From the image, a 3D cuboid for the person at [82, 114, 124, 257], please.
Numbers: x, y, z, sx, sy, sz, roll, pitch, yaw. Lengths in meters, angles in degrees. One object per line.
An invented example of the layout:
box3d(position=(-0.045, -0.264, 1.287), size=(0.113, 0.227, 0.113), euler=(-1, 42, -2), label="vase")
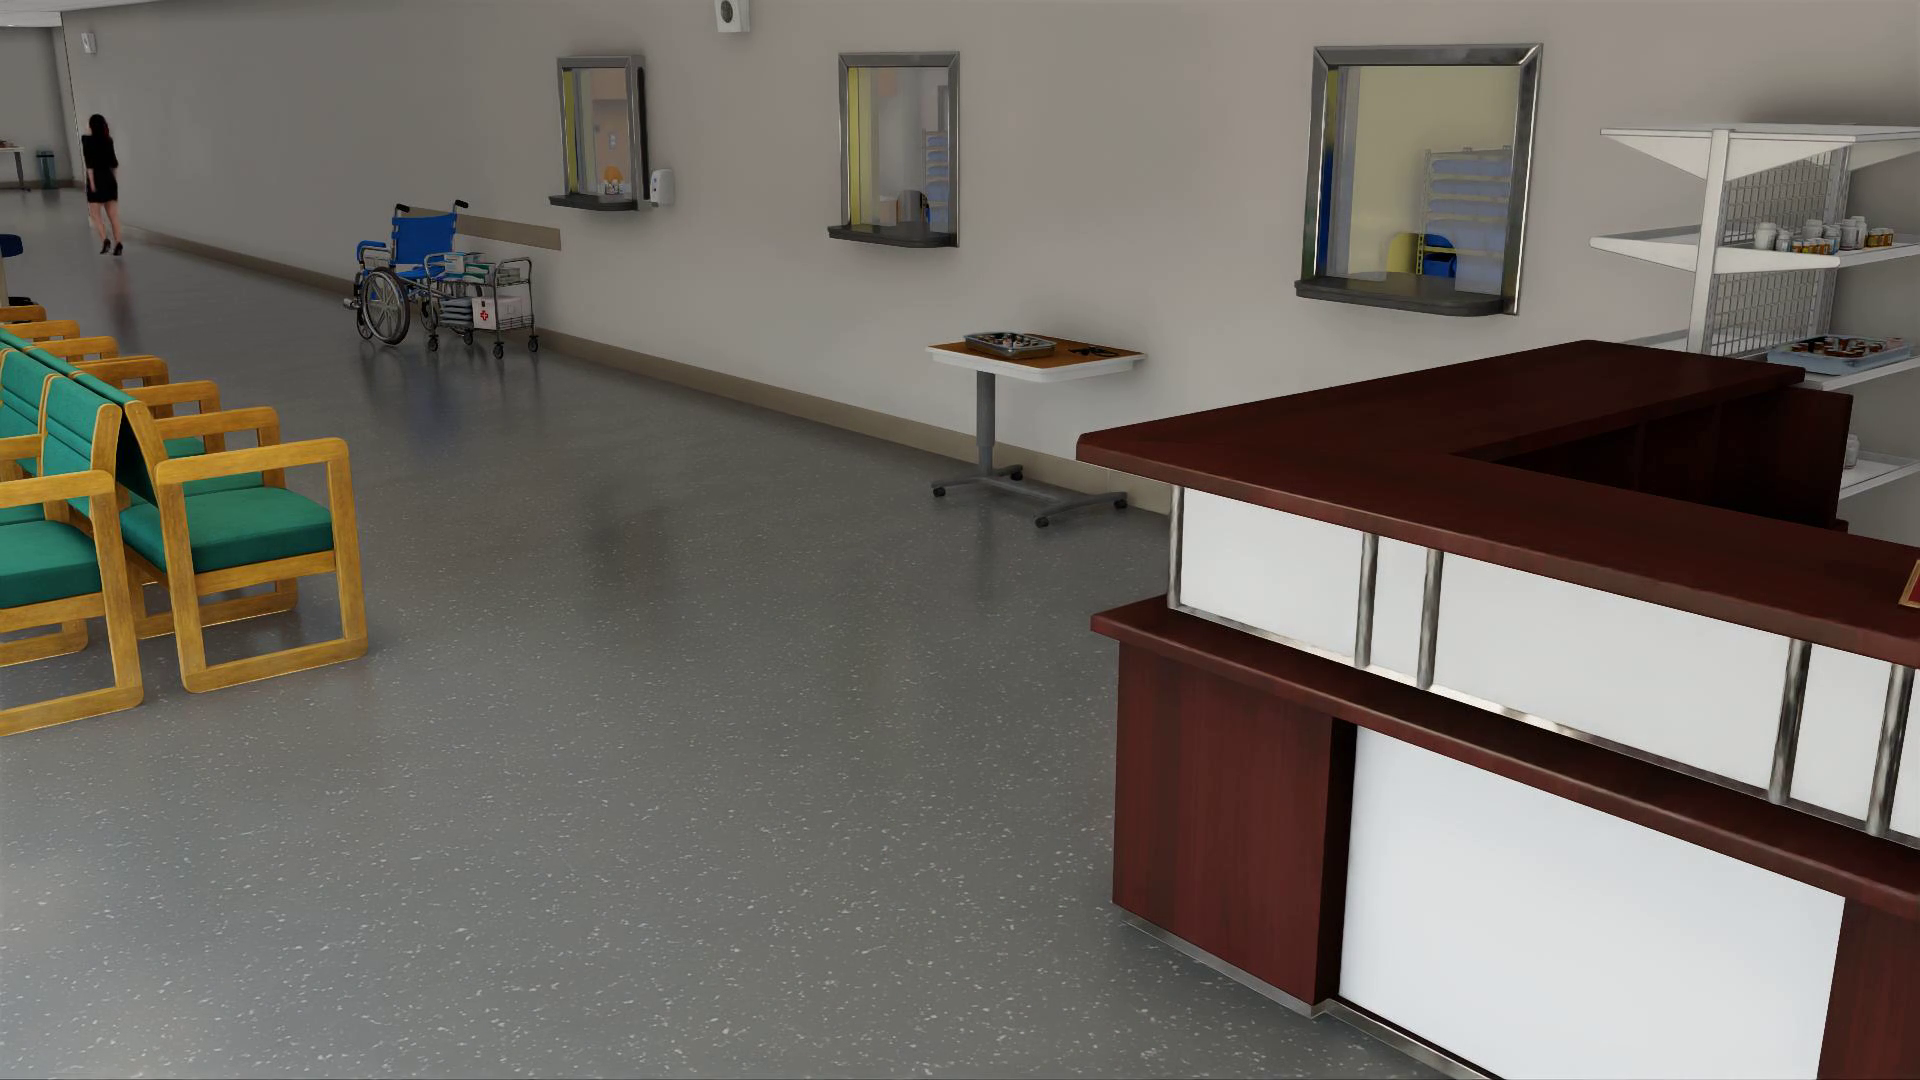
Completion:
box3d(position=(-10.278, -4.241, 20.002), size=(0.761, 1.663, 0.675), euler=(6, 17, 21), label="person")
